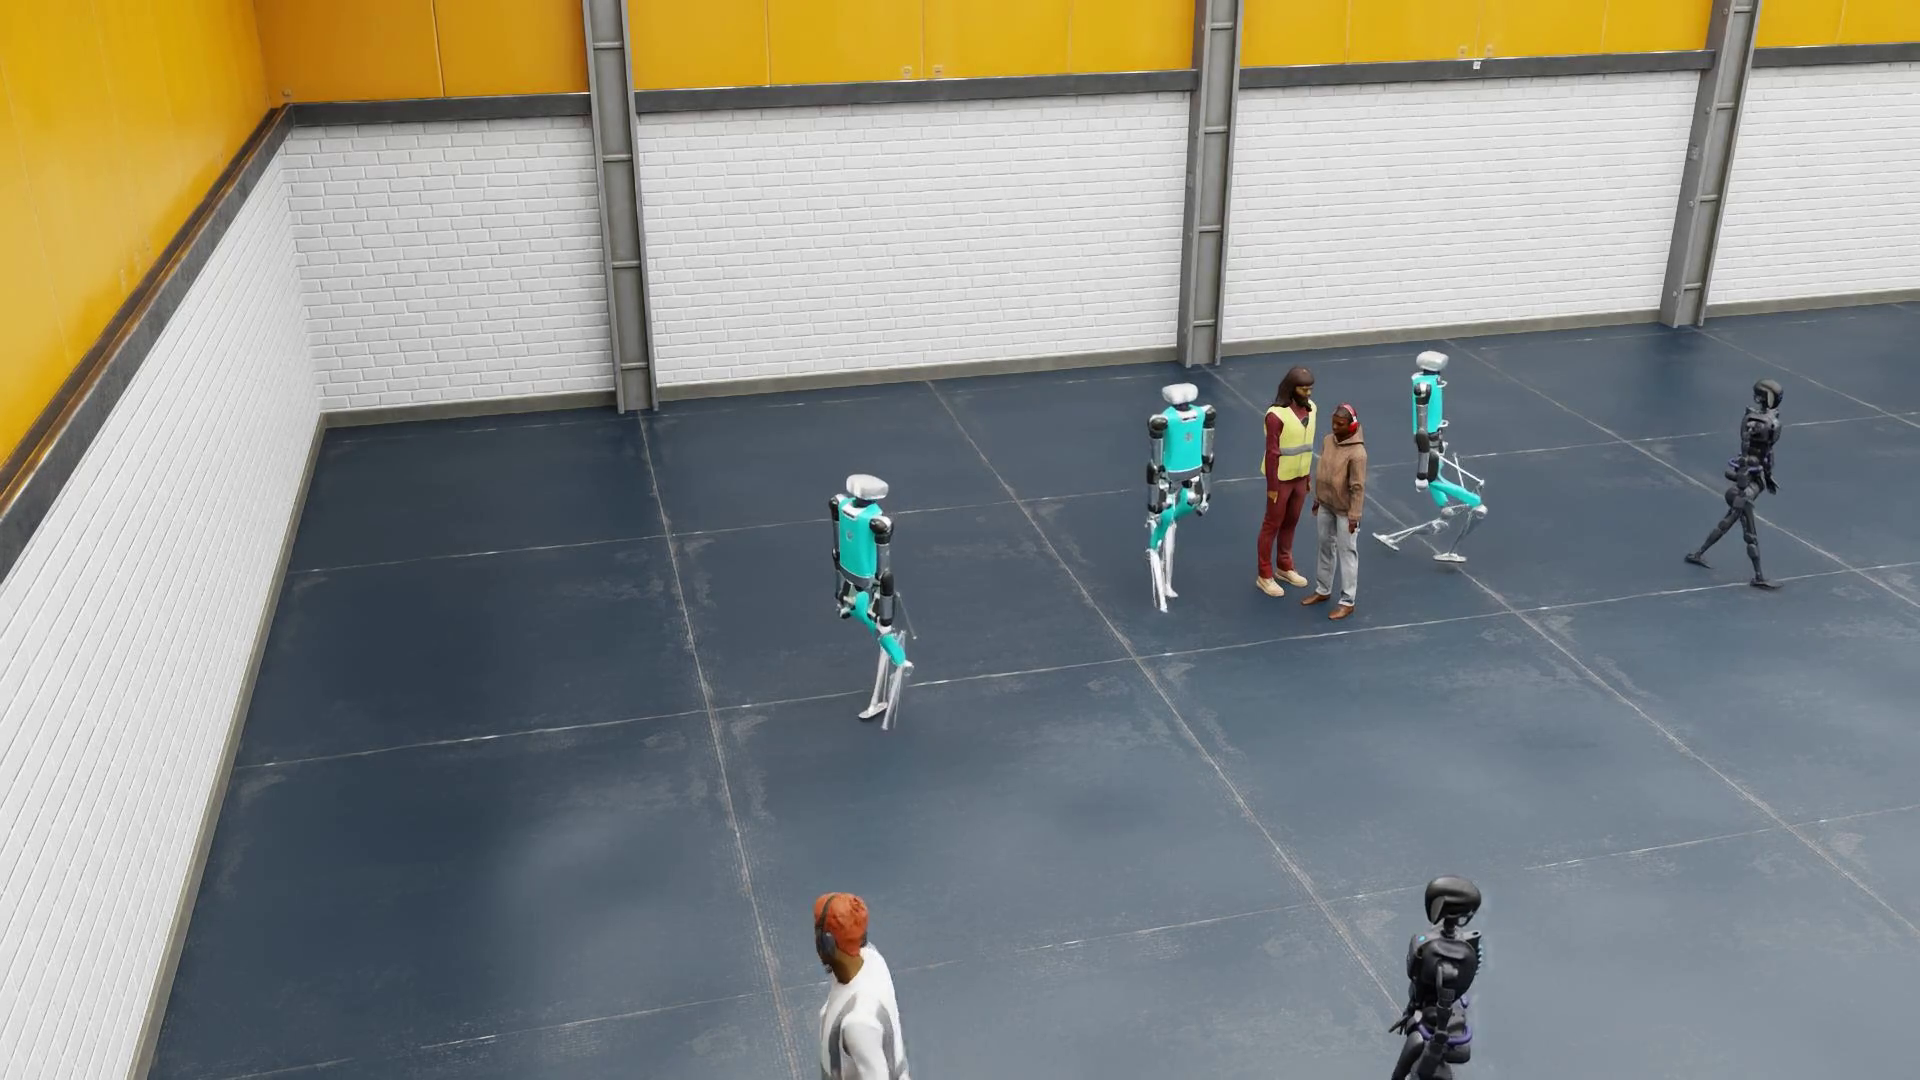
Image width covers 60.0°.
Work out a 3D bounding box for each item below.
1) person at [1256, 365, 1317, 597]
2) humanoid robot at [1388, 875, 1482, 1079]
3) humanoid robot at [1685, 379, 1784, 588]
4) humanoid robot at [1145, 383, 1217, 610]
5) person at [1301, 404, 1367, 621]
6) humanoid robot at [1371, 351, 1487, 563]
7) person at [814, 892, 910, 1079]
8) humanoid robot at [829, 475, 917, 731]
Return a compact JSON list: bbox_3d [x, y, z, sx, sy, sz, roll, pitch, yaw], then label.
[{"bbox_3d":[2.464,-0.461,12.540,0.469,1.773,0.378,-18,29,-35],"label":"person"},{"bbox_3d":[2.016,2.082,6.902,0.620,1.632,0.589,4,24,9],"label":"humanoid robot"},{"bbox_3d":[6.064,-0.456,12.714,0.786,1.626,0.590,21,32,40],"label":"humanoid robot"},{"bbox_3d":[1.537,-0.341,12.345,0.558,1.815,0.773,-10,26,-21],"label":"humanoid robot"},{"bbox_3d":[2.777,-0.220,12.155,0.311,1.647,0.462,-13,27,-27],"label":"person"},{"bbox_3d":[3.744,-0.583,12.845,0.993,1.726,0.565,10,26,22],"label":"humanoid robot"},{"bbox_3d":[-0.324,2.215,6.367,0.417,1.853,0.719,-3,24,-6],"label":"person"},{"bbox_3d":[-0.469,0.385,10.680,0.667,1.808,0.559,-20,31,-38],"label":"humanoid robot"}]
